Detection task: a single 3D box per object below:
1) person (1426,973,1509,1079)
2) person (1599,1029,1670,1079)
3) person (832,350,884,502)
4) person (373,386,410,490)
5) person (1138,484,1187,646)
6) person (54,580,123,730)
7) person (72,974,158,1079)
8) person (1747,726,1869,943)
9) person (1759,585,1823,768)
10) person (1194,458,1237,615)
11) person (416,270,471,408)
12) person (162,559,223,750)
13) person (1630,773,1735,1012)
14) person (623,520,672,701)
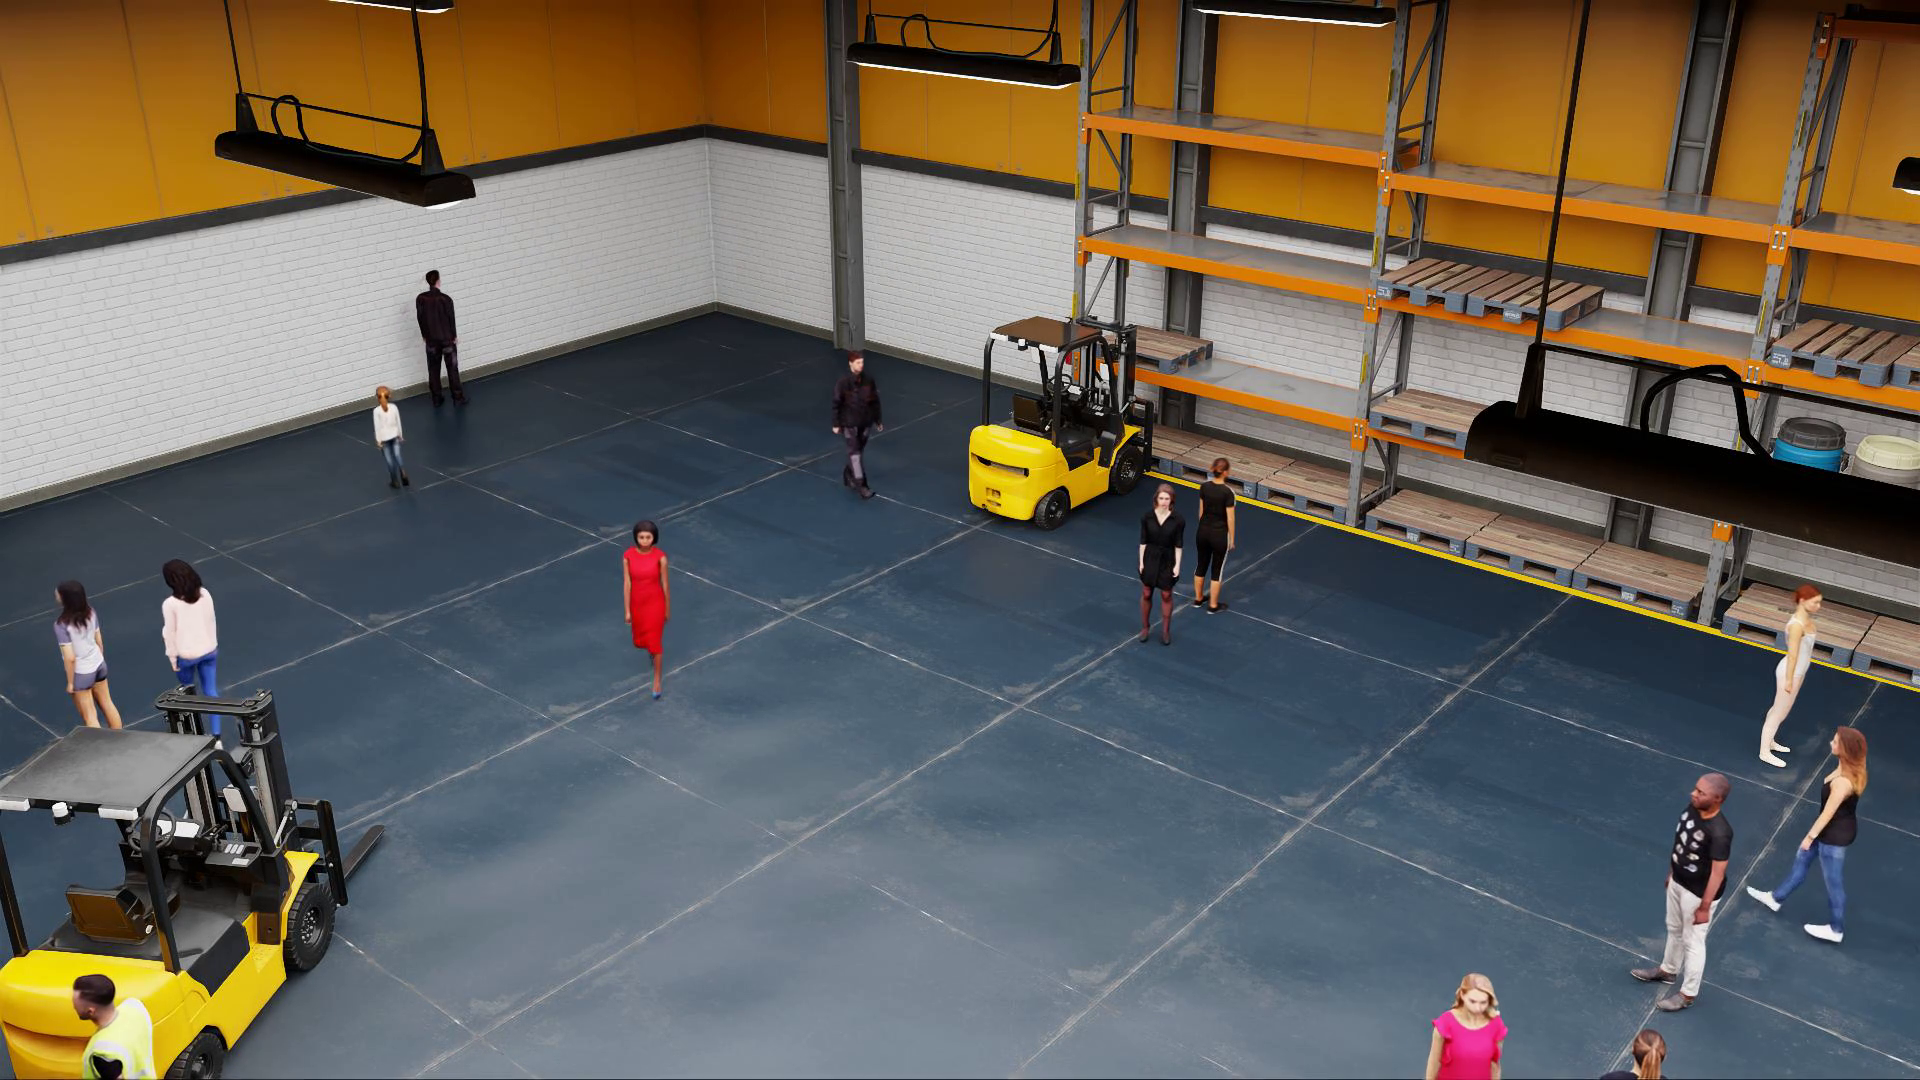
[{"bbox_3d":[2.882,3.156,9.625,0.782,1.717,0.830,1,24,2],"label":"person"},{"bbox_3d":[3.670,3.389,9.134,0.639,1.682,0.769,7,25,15],"label":"person"},{"bbox_3d":[-1.292,-1.405,19.958,0.887,1.797,1.172,-16,29,-33],"label":"person"},{"bbox_3d":[-6.886,-1.213,20.130,0.519,1.308,0.704,-19,30,-37],"label":"person"},{"bbox_3d":[1.961,0.233,16.332,0.600,1.700,0.724,6,24,12],"label":"person"},{"bbox_3d":[-7.484,1.127,14.246,0.649,1.732,0.658,6,24,13],"label":"person"},{"bbox_3d":[-4.685,3.195,9.373,0.916,1.846,0.855,-2,24,-6],"label":"person"},{"bbox_3d":[6.365,2.148,11.958,0.939,1.694,0.647,15,28,30],"label":"person"},{"bbox_3d":[7.154,1.142,14.324,0.499,1.643,0.578,14,27,30],"label":"person"},{"bbox_3d":[2.597,-0.056,17.033,0.468,1.668,0.646,21,31,39],"label":"person"},{"bbox_3d":[-7.181,-2.786,22.975,0.719,1.911,0.834,3,24,6],"label":"person"},{"bbox_3d":[-6.588,1.045,14.446,0.861,1.724,0.690,20,30,38],"label":"person"},{"bbox_3d":[5.004,2.368,11.318,0.812,1.805,0.756,-2,24,-4],"label":"person"},{"bbox_3d":[-2.893,0.607,15.449,0.911,1.723,0.947,0,24,-1],"label":"person"}]
